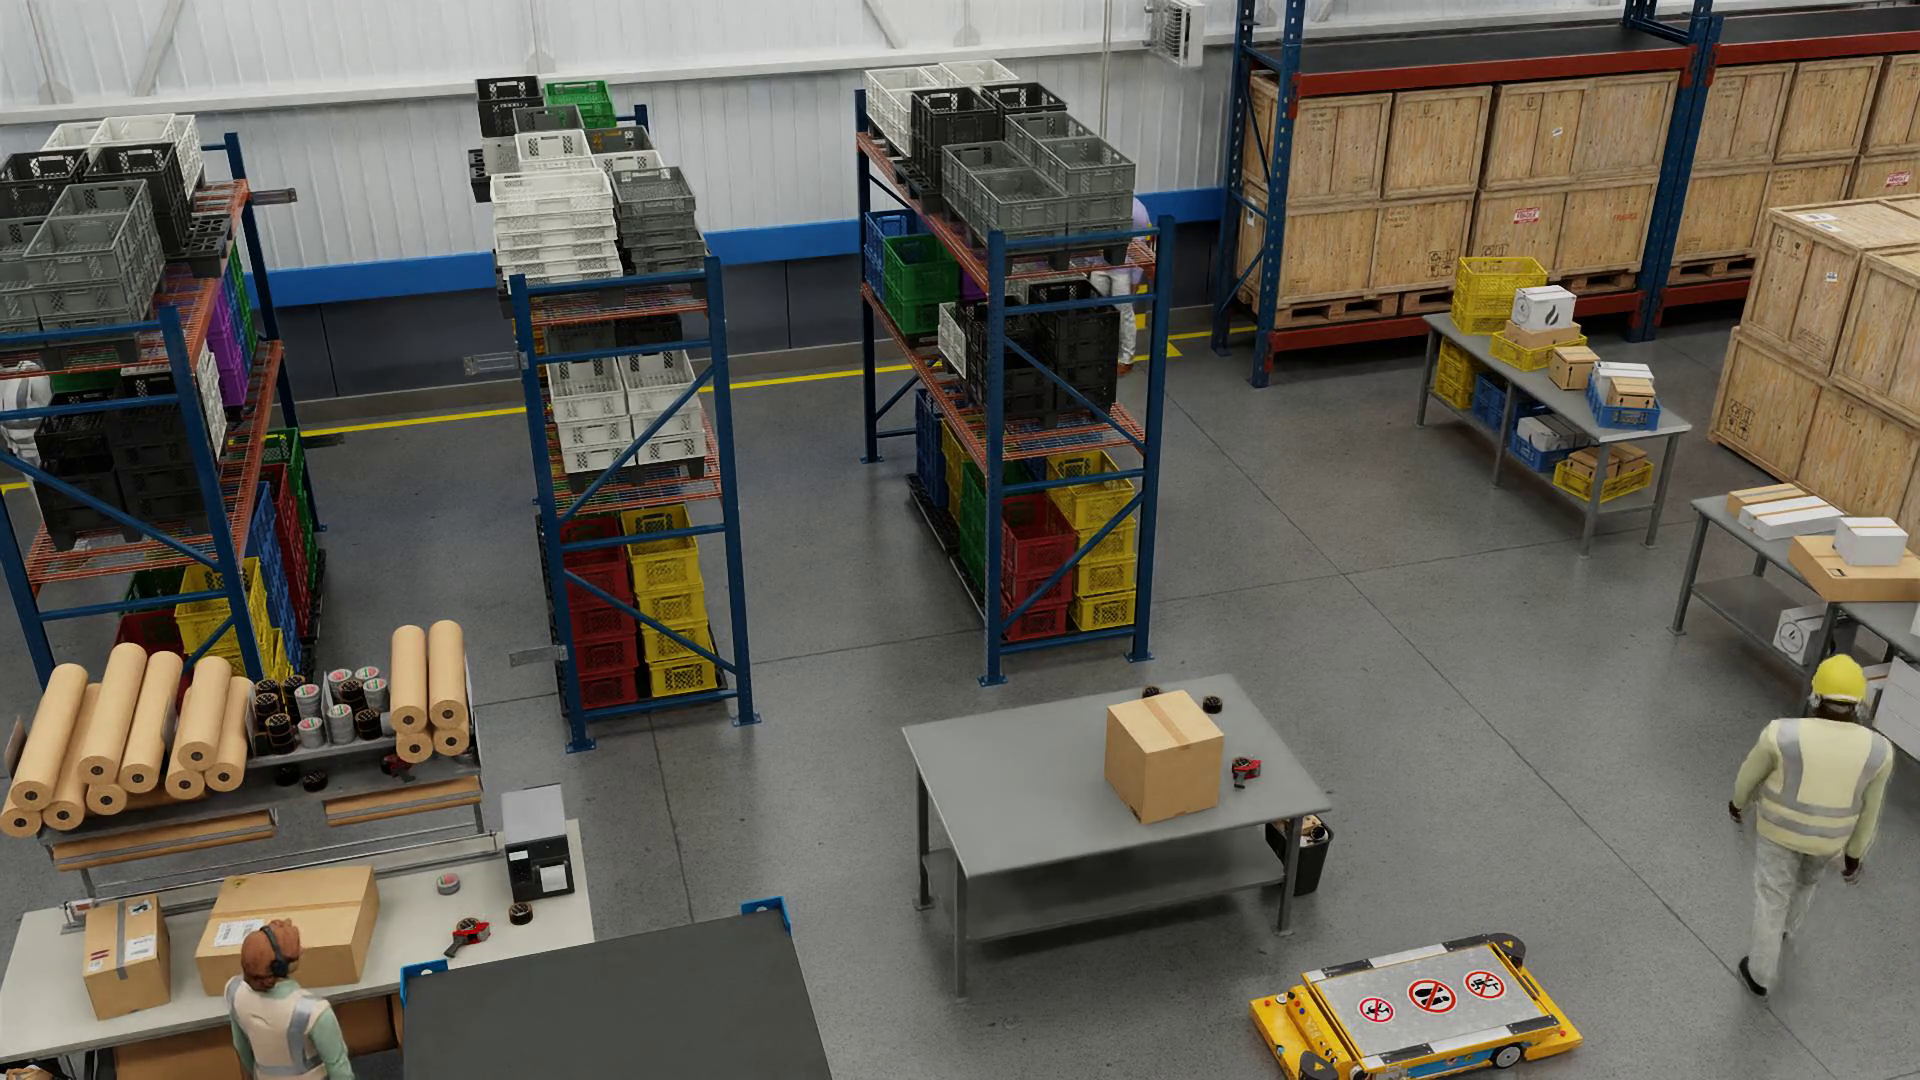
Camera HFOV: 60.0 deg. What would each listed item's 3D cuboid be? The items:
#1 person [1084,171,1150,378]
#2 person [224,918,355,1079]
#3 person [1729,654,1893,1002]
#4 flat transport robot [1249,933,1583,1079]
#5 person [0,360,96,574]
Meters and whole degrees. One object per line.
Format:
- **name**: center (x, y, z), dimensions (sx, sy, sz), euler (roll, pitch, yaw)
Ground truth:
- **person**: center (1.376, -2.398, 14.792), dimensions (0.628, 1.931, 0.365), euler (23, 36, 36)
- **person**: center (-2.645, 2.214, 6.694), dimensions (0.514, 1.636, 0.315), euler (10, 30, 17)
- **person**: center (4.081, 1.342, 8.130), dimensions (0.589, 1.789, 0.842), euler (5, 29, 9)
- **flat transport robot**: center (2.184, 2.282, 7.980), dimensions (1.431, 0.197, 0.652), euler (-8, 30, -14)
- **person**: center (-6.489, -0.651, 11.657), dimensions (0.575, 1.882, 0.355), euler (15, 32, 25)
